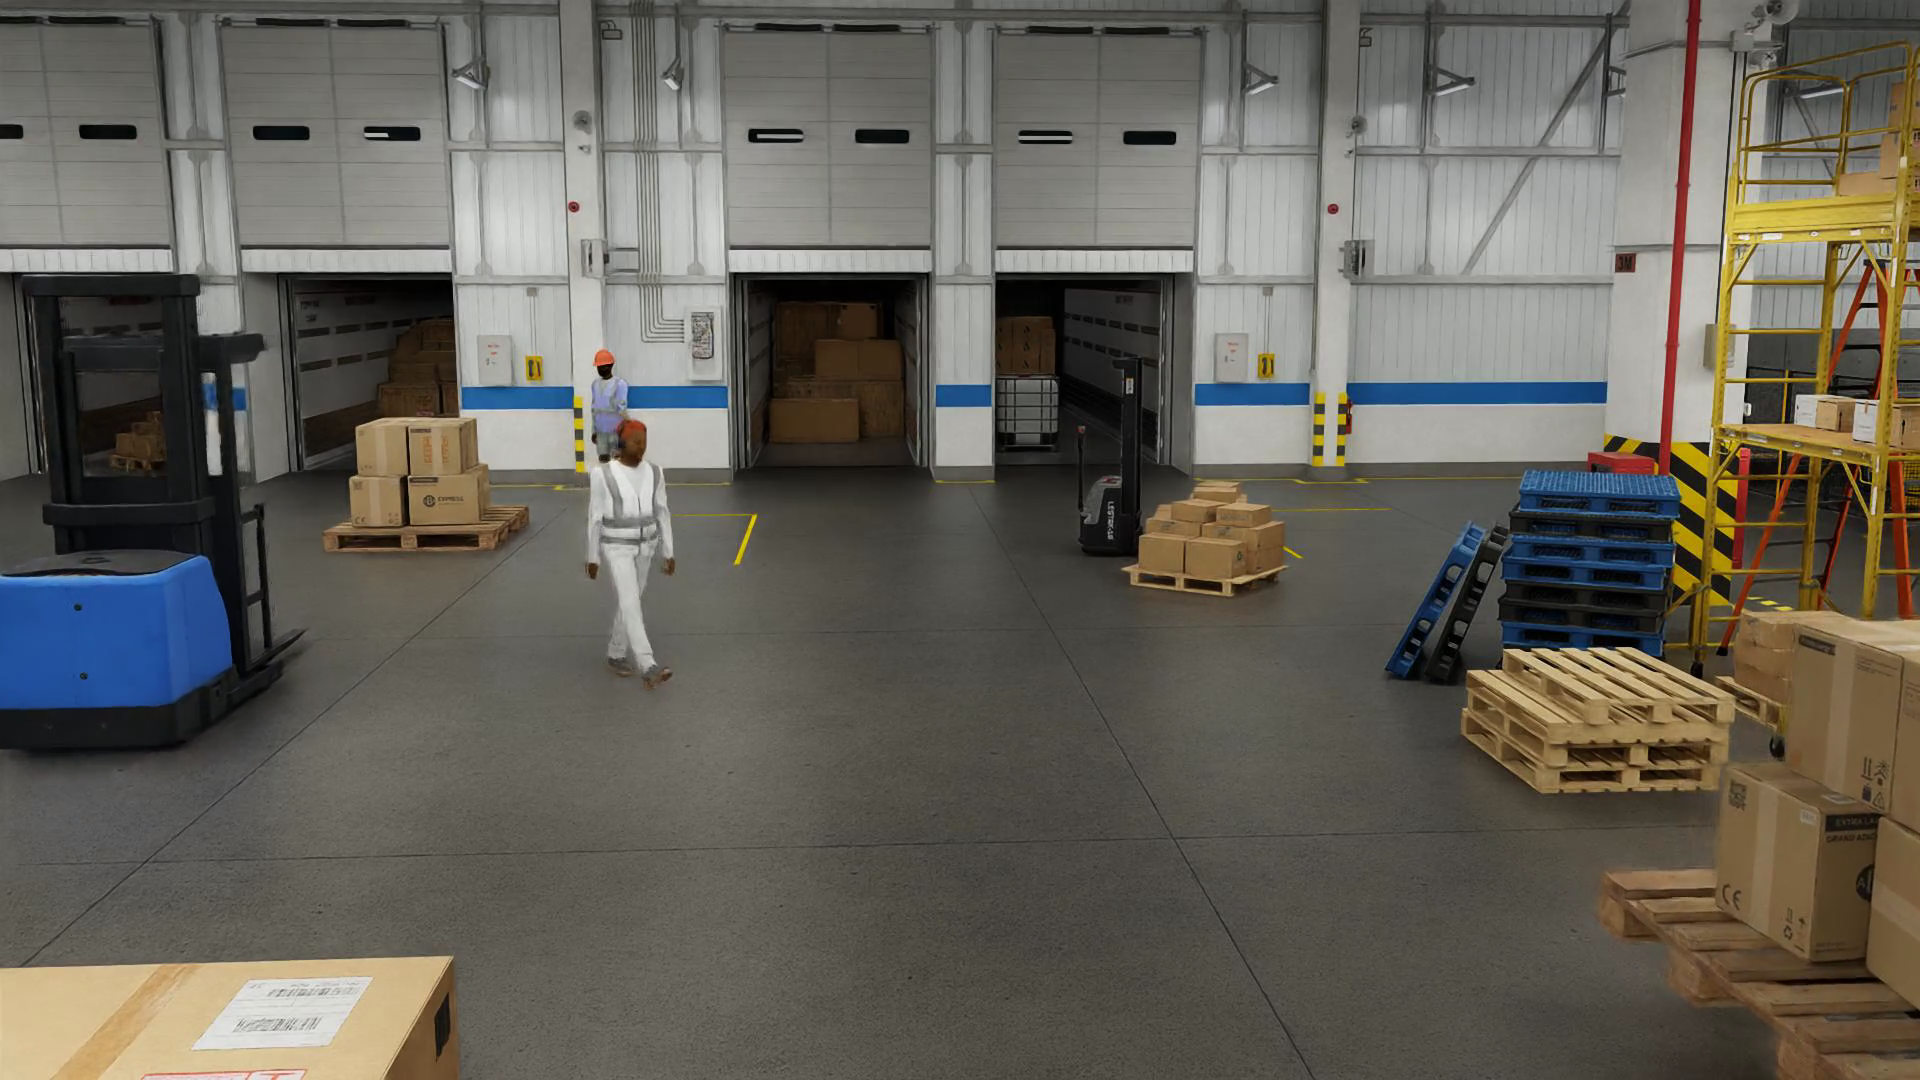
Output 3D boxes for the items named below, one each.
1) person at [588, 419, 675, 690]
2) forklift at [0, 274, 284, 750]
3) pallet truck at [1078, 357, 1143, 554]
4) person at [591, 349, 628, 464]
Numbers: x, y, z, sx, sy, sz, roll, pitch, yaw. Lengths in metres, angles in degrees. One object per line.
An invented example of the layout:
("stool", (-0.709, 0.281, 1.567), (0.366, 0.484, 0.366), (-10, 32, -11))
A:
("person", (-2.214, 0.092, 11.447), (0.587, 1.829, 0.991), (-9, 12, -43))
("forklift", (-5.188, -0.260, 10.380), (1.129, 2.768, 1.873), (-1, 9, -4))
("pallet truck", (2.088, -0.836, 16.757), (1.885, 1.965, 0.823), (2, 9, 13))
("person", (-4.284, -1.354, 20.248), (0.546, 1.927, 0.390), (5, 11, 31))
